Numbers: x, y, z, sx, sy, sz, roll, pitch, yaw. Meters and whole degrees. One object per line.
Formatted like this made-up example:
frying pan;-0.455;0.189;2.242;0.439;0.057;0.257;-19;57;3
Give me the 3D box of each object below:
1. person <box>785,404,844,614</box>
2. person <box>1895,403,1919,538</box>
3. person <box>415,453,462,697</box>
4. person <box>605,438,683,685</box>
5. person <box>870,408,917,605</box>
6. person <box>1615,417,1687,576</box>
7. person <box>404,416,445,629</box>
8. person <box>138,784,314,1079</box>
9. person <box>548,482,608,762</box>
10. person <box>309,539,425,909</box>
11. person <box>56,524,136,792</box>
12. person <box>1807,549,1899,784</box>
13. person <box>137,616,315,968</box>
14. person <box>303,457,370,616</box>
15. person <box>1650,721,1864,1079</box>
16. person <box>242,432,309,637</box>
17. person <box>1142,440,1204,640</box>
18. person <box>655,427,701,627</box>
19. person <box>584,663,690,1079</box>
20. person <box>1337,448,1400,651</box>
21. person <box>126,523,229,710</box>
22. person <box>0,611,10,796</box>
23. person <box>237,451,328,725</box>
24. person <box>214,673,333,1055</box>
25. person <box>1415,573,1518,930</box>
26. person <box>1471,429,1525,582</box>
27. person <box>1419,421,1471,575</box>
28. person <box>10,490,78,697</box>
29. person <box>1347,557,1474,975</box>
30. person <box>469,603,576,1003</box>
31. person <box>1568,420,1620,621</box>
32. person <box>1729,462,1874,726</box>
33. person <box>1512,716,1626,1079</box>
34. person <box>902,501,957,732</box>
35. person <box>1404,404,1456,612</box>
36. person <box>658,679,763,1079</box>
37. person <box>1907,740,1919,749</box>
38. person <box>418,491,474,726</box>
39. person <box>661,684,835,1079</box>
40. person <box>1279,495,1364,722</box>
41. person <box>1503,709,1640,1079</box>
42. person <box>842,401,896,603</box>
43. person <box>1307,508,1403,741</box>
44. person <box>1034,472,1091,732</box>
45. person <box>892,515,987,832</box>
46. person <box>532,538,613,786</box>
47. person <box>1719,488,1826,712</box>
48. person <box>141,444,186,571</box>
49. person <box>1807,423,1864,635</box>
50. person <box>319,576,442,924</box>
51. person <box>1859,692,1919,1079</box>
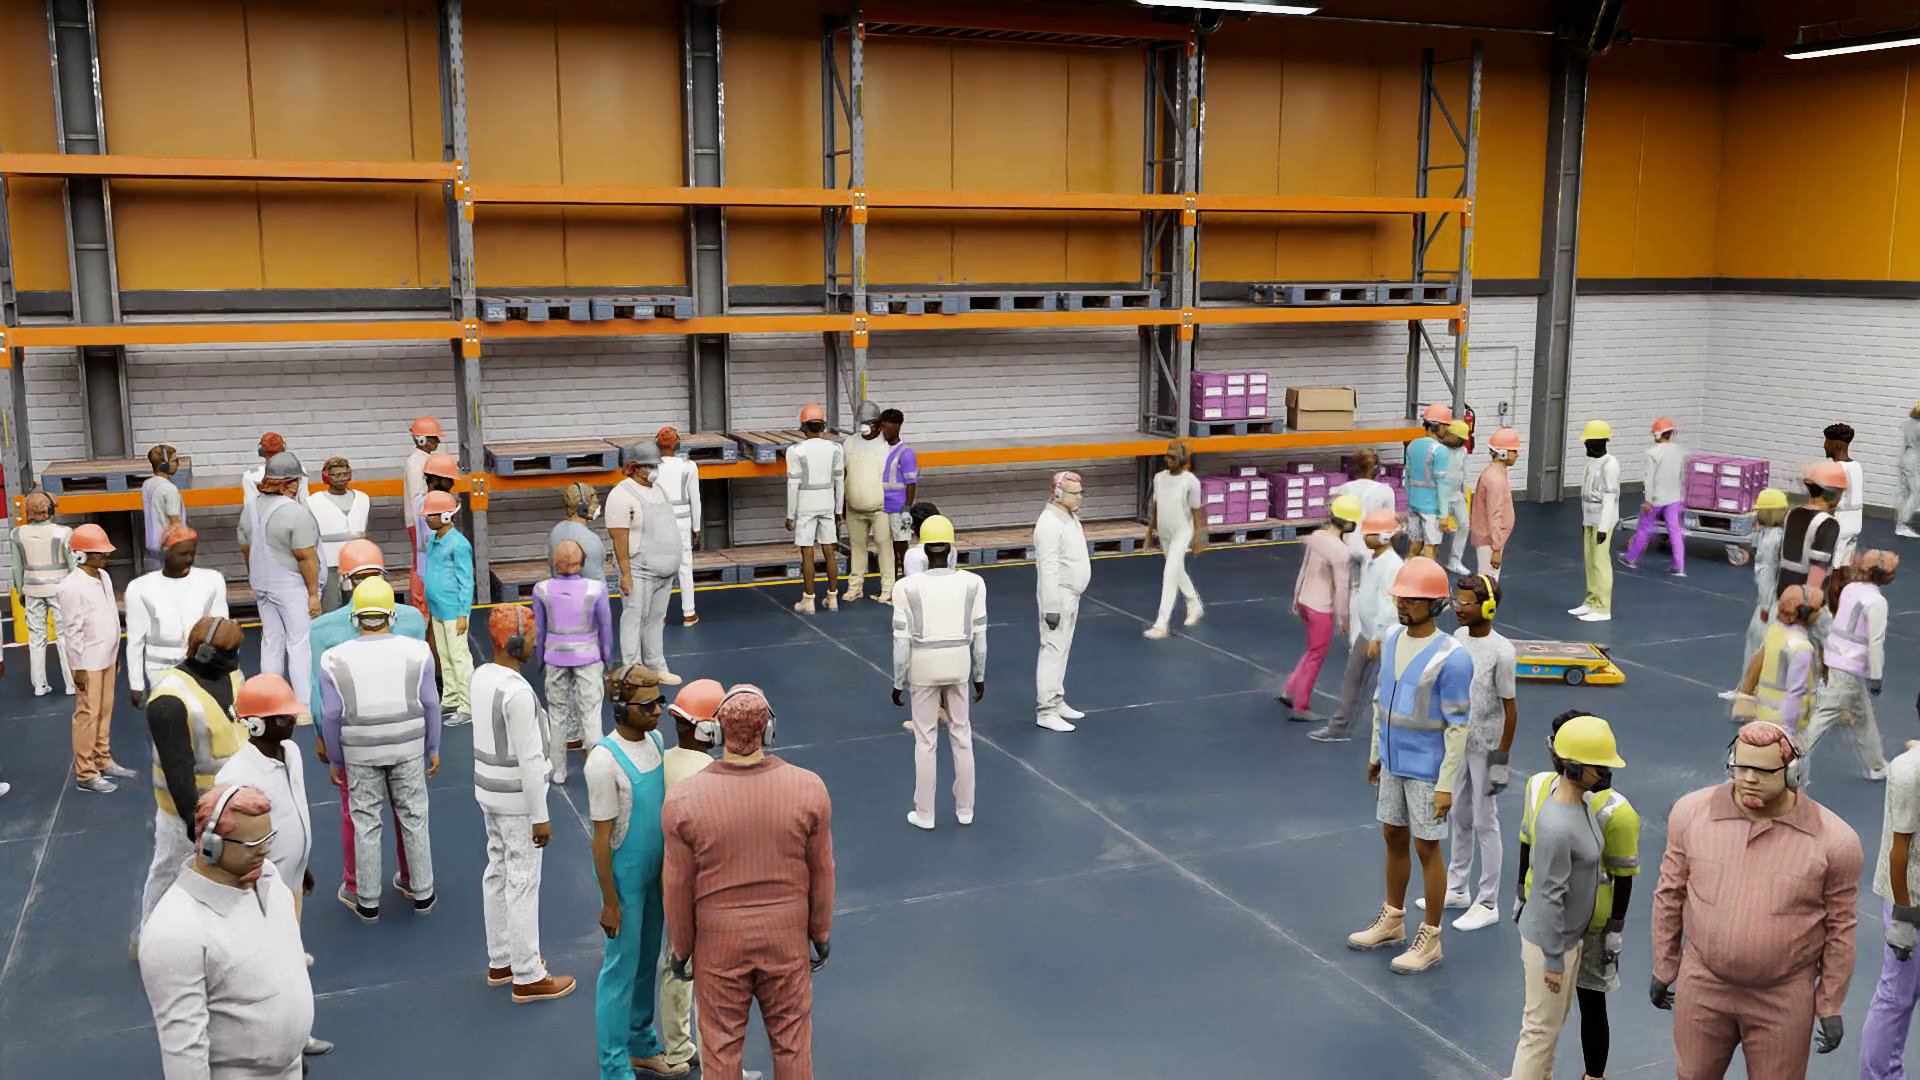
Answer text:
person;-1.424;-0.303;16.153;0.614;2.041;0.389;-6;12;-31
person;11.760;-0.888;20.512;0.386;1.706;0.583;1;10;5
person;-4.099;0.275;13.157;0.372;1.928;0.543;-4;11;-21
person;-2.466;0.202;13.251;0.538;2.000;0.684;4;11;22
person;-0.662;-0.336;16.564;0.361;1.963;0.616;-6;12;-31
person;7.637;-0.489;18.194;0.599;1.698;0.892;-4;10;-20
person;-4.976;-0.164;15.534;0.403;1.986;0.607;-1;10;-6
person;-2.210;1.675;5.166;0.409;1.901;0.651;1;10;4
person;-2.601;0.559;11.491;0.372;1.940;0.631;-8;13;-39
person;-3.157;0.981;8.922;0.615;1.987;0.406;-6;12;-31
person;-5.638;0.757;10.879;0.343;1.749;0.573;-1;10;-5
person;5.804;0.840;10.874;0.885;1.593;0.551;2;10;10
person;-3.640;1.240;8.049;0.960;1.783;0.622;3;10;17
person;-5.078;0.231;13.643;0.390;1.846;0.564;8;13;39
person;2.748;1.558;5.825;0.652;1.906;0.402;7;12;35
person;-6.184;-0.040;15.093;0.584;1.882;0.347;-8;13;-38
person;2.011;-0.032;15.300;0.961;1.810;0.503;-9;13;-41
person;-2.706;-0.119;15.559;0.573;1.882;0.356;-1;10;-7
person;-1.340;1.407;6.869;0.329;1.844;0.515;3;10;17
person;3.542;0.117;14.384;0.530;1.822;0.669;9;13;42
person;-4.804;0.811;10.246;0.600;1.866;0.502;-6;12;-31
person;-6.372;0.740;10.505;0.591;1.919;0.392;-4;11;-22
person;-4.984;0.346;12.419;0.688;2.000;0.536;5;11;28
person;-2.897;1.420;7.050;0.334;1.755;0.564;1;10;4
person;2.663;1.089;8.630;0.336;1.873;0.521;-3;10;-17
person;4.658;0.020;14.477;0.415;1.985;0.611;2;10;13
person;5.270;-0.448;17.996;0.571;1.695;0.615;-4;11;-23
person;-7.166;0.430;13.091;0.523;1.640;0.306;-1;10;-3
person;2.205;1.088;8.127;0.366;2.048;0.605;-5;11;-25
person;-2.083;1.223;7.810;0.356;1.887;0.574;-8;13;-38
person;6.056;-0.188;15.852;0.395;1.920;0.584;0;10;1
person;6.224;0.411;12.252;1.062;1.979;0.607;-1;10;-6
person;2.338;1.529;6.415;0.340;1.760;0.525;6;11;29
person;-0.237;0.561;12.176;0.316;1.694;0.542;7;12;36
person;4.595;-0.314;16.241;0.394;2.033;0.614;-3;10;-18
person;-1.076;1.440;6.964;0.337;1.744;0.563;-9;14;-43
person;6.919;0.602;11.563;0.620;1.836;0.430;-3;10;-19
person;-3.822;0.499;12.364;0.334;1.749;0.575;-9;13;-41
person;-0.793;1.480;6.274;0.643;1.909;0.410;-2;10;-14
person;2.707;0.509;12.353;0.487;1.727;0.554;-2;10;-12
person;2.456;1.507;6.708;0.317;1.698;0.540;-6;12;-31
person;-0.906;-0.379;16.596;0.689;2.000;0.537;3;10;19
person;2.995;0.620;11.800;0.897;1.714;0.564;-1;10;-6
person;0.764;0.441;12.268;0.401;1.904;0.648;3;10;16
person;-0.133;0.805;10.107;0.593;1.923;0.382;-3;10;-16
person;-2.539;0.806;10.928;0.522;1.638;0.310;0;10;-2
person;6.279;0.461;12.707;0.751;1.712;0.490;8;13;38
person;-6.878;0.088;14.470;0.511;1.845;0.341;7;12;36
person;8.011;-0.093;15.204;0.603;1.957;0.385;-9;13;-43
person;-3.016;1.094;8.707;0.588;1.833;0.404;-4;11;-22
person;3.814;1.446;6.593;0.328;1.865;0.520;9;14;44
